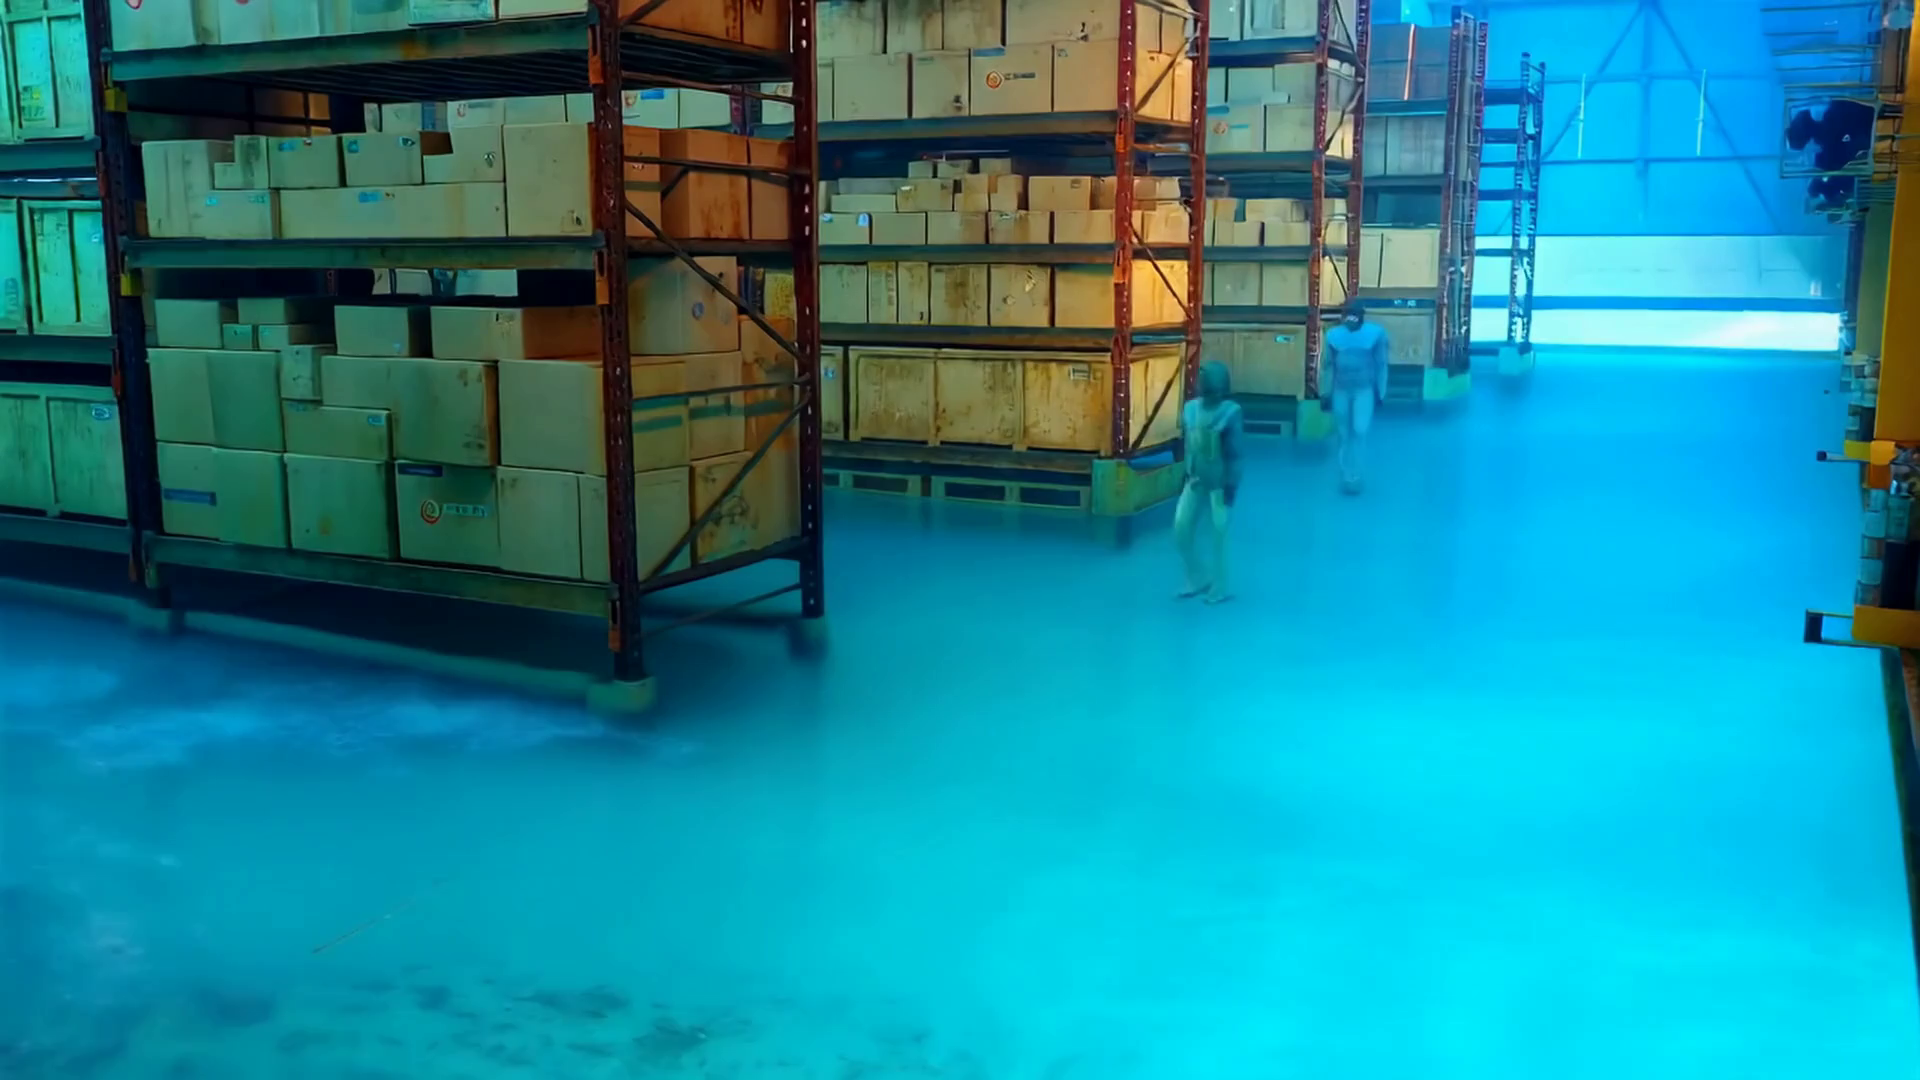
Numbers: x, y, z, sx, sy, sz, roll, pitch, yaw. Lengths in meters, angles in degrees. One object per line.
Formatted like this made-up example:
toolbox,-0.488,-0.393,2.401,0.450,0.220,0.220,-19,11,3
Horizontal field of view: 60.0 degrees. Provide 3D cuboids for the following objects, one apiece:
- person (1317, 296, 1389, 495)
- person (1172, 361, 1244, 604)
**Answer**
person,3.756,-1.380,16.001,0.654,1.916,0.652,5,11,25
person,1.636,-0.366,10.989,0.499,1.620,0.538,-8,13,-39
